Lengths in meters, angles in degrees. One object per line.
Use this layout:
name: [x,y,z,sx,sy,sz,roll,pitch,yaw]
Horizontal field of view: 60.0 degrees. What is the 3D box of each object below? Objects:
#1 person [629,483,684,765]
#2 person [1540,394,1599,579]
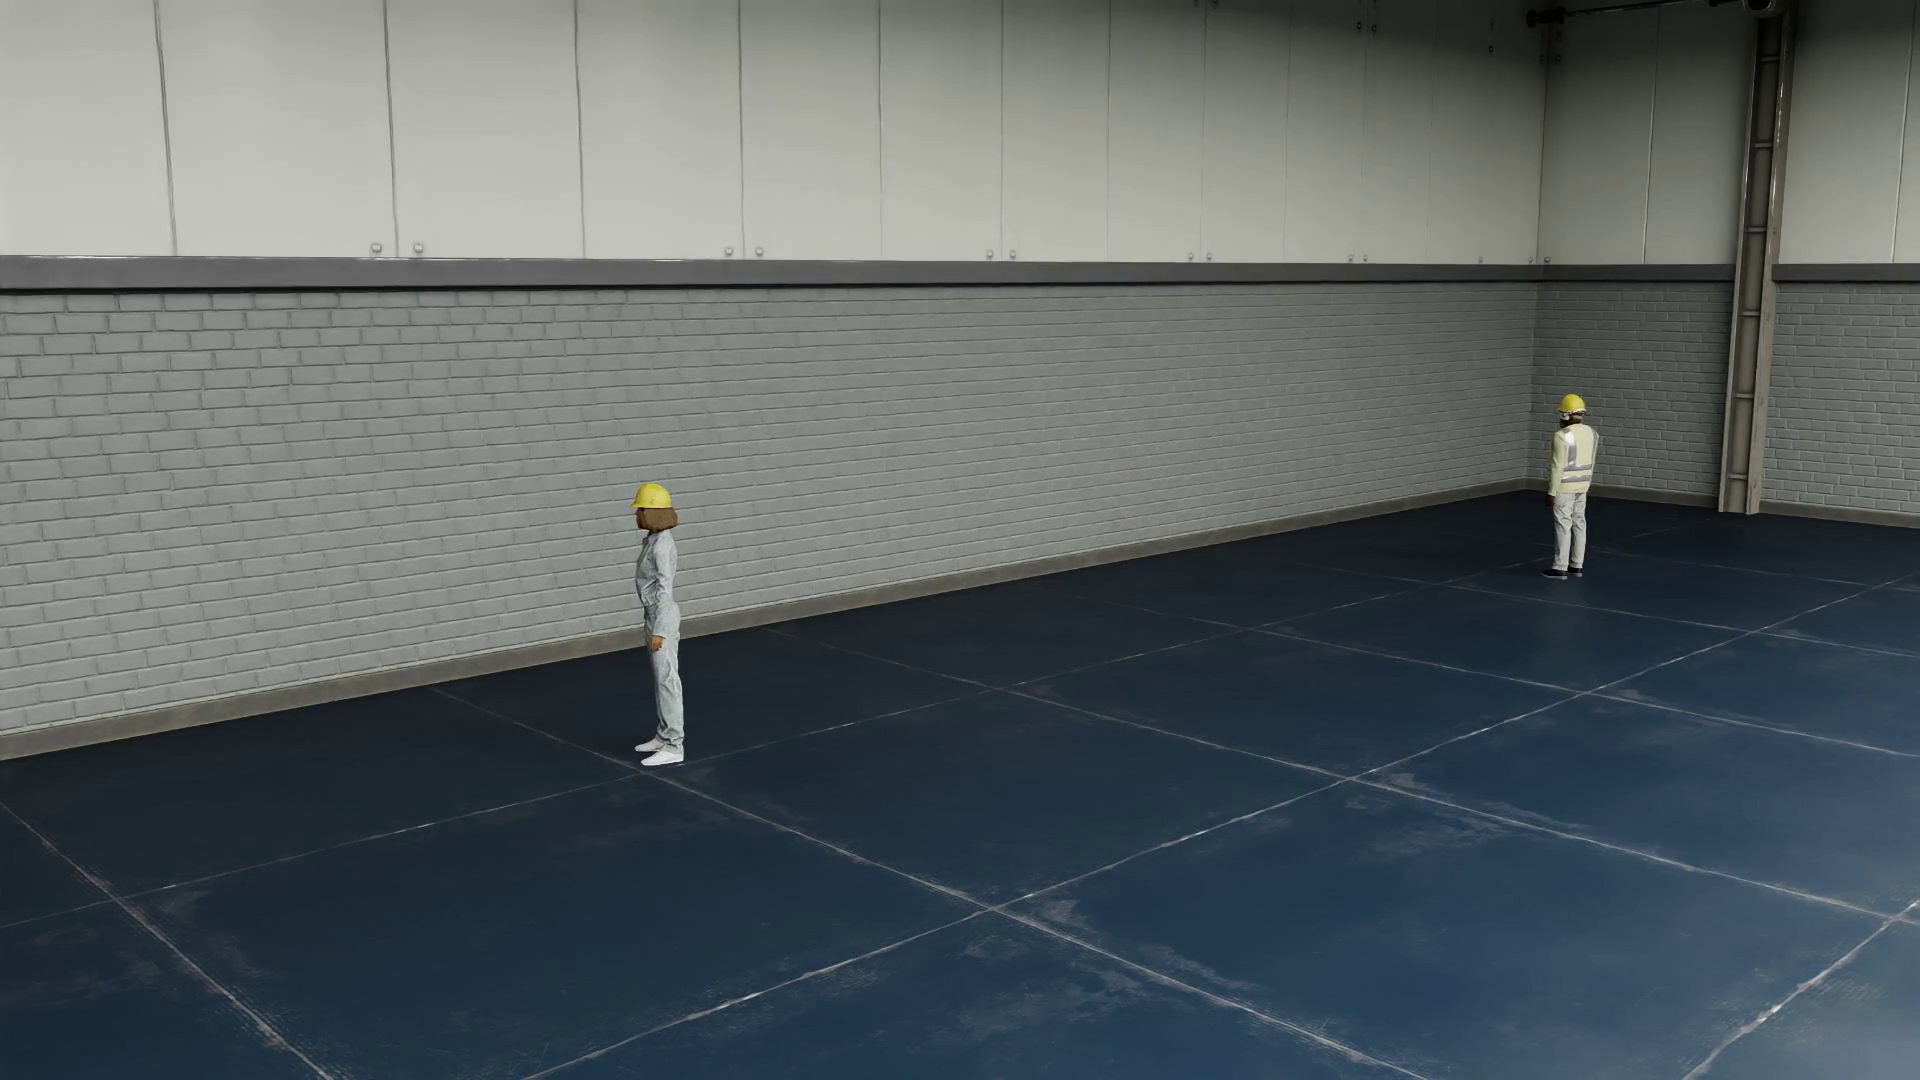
person: [-1.879,0.515,10.294,0.294,1.744,0.486,-3,9,-15]
person: [6.019,-0.525,16.470,0.586,1.833,0.403,-6,11,-33]
